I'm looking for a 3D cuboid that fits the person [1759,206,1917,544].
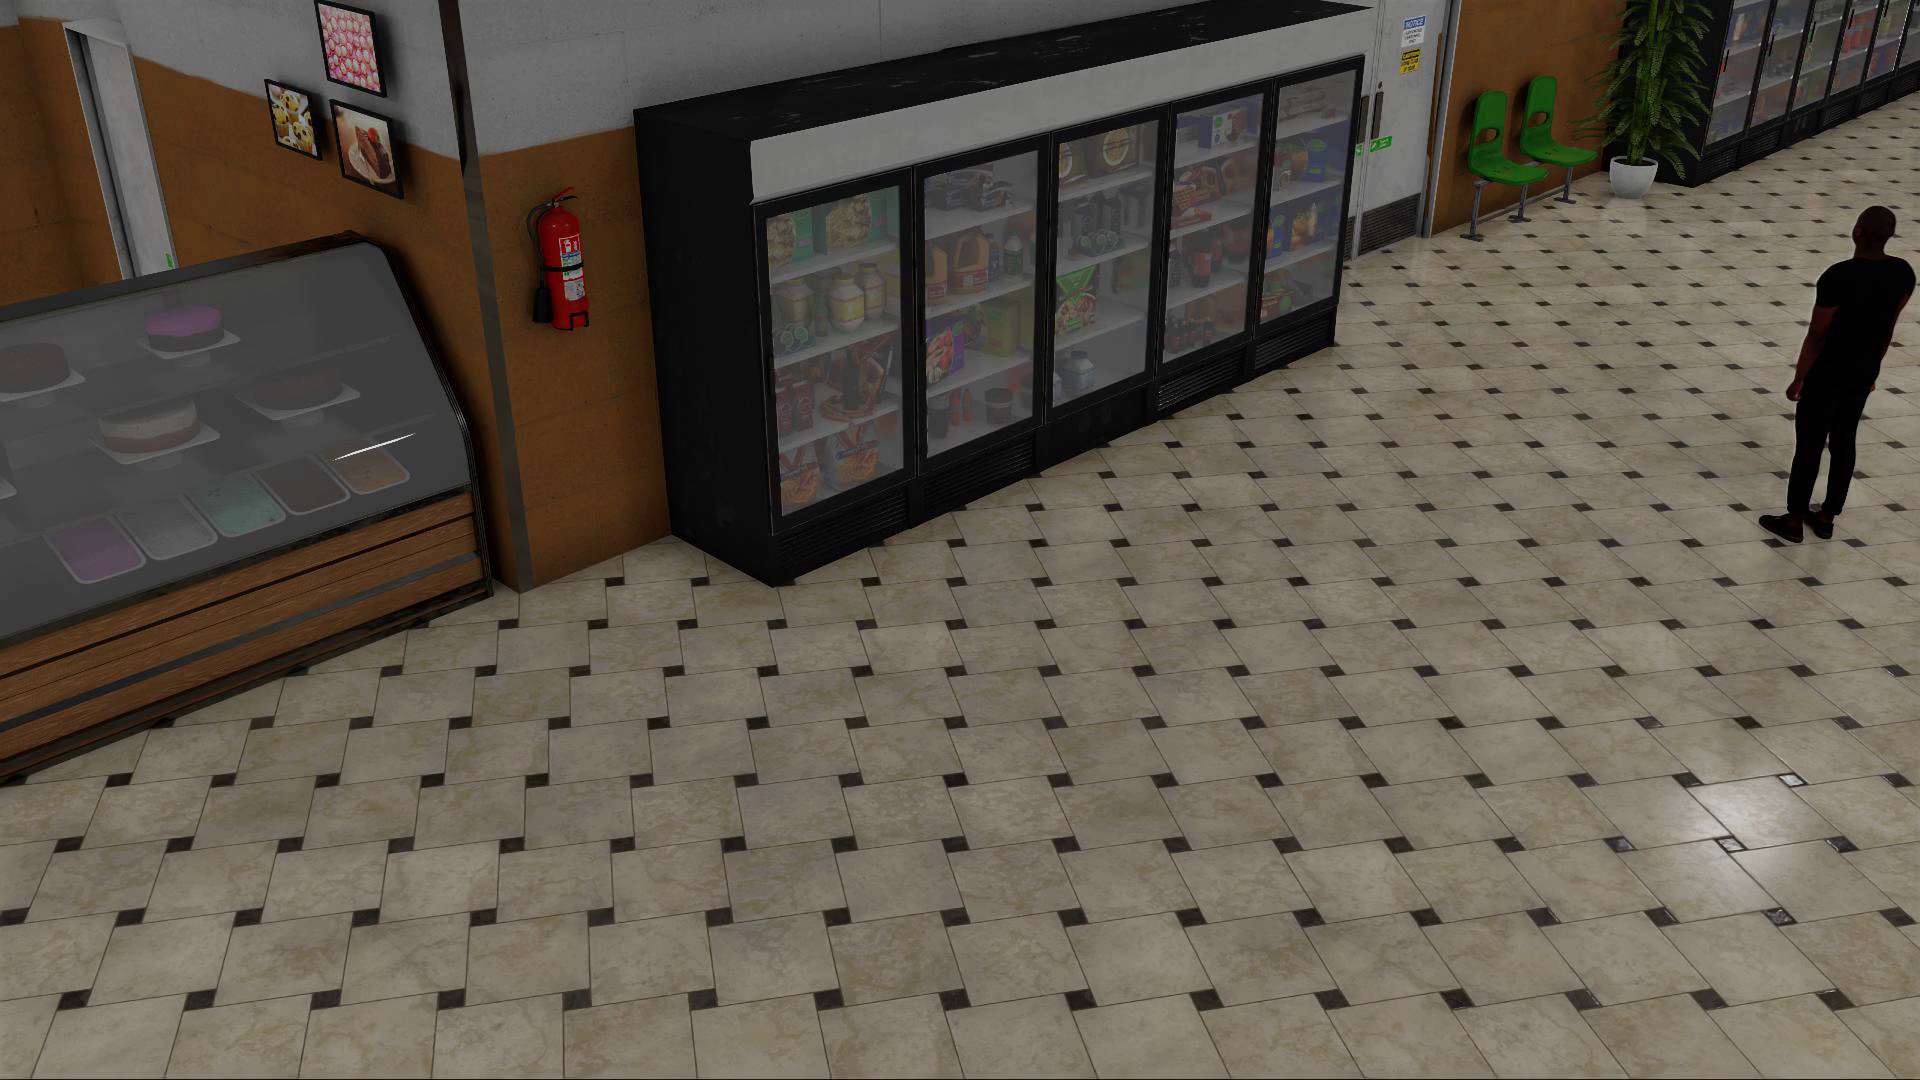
[{"bbox_3d":[4.603,-0.854,8.701,0.752,1.820,0.770,-4,27,-9],"label":"person"}]
